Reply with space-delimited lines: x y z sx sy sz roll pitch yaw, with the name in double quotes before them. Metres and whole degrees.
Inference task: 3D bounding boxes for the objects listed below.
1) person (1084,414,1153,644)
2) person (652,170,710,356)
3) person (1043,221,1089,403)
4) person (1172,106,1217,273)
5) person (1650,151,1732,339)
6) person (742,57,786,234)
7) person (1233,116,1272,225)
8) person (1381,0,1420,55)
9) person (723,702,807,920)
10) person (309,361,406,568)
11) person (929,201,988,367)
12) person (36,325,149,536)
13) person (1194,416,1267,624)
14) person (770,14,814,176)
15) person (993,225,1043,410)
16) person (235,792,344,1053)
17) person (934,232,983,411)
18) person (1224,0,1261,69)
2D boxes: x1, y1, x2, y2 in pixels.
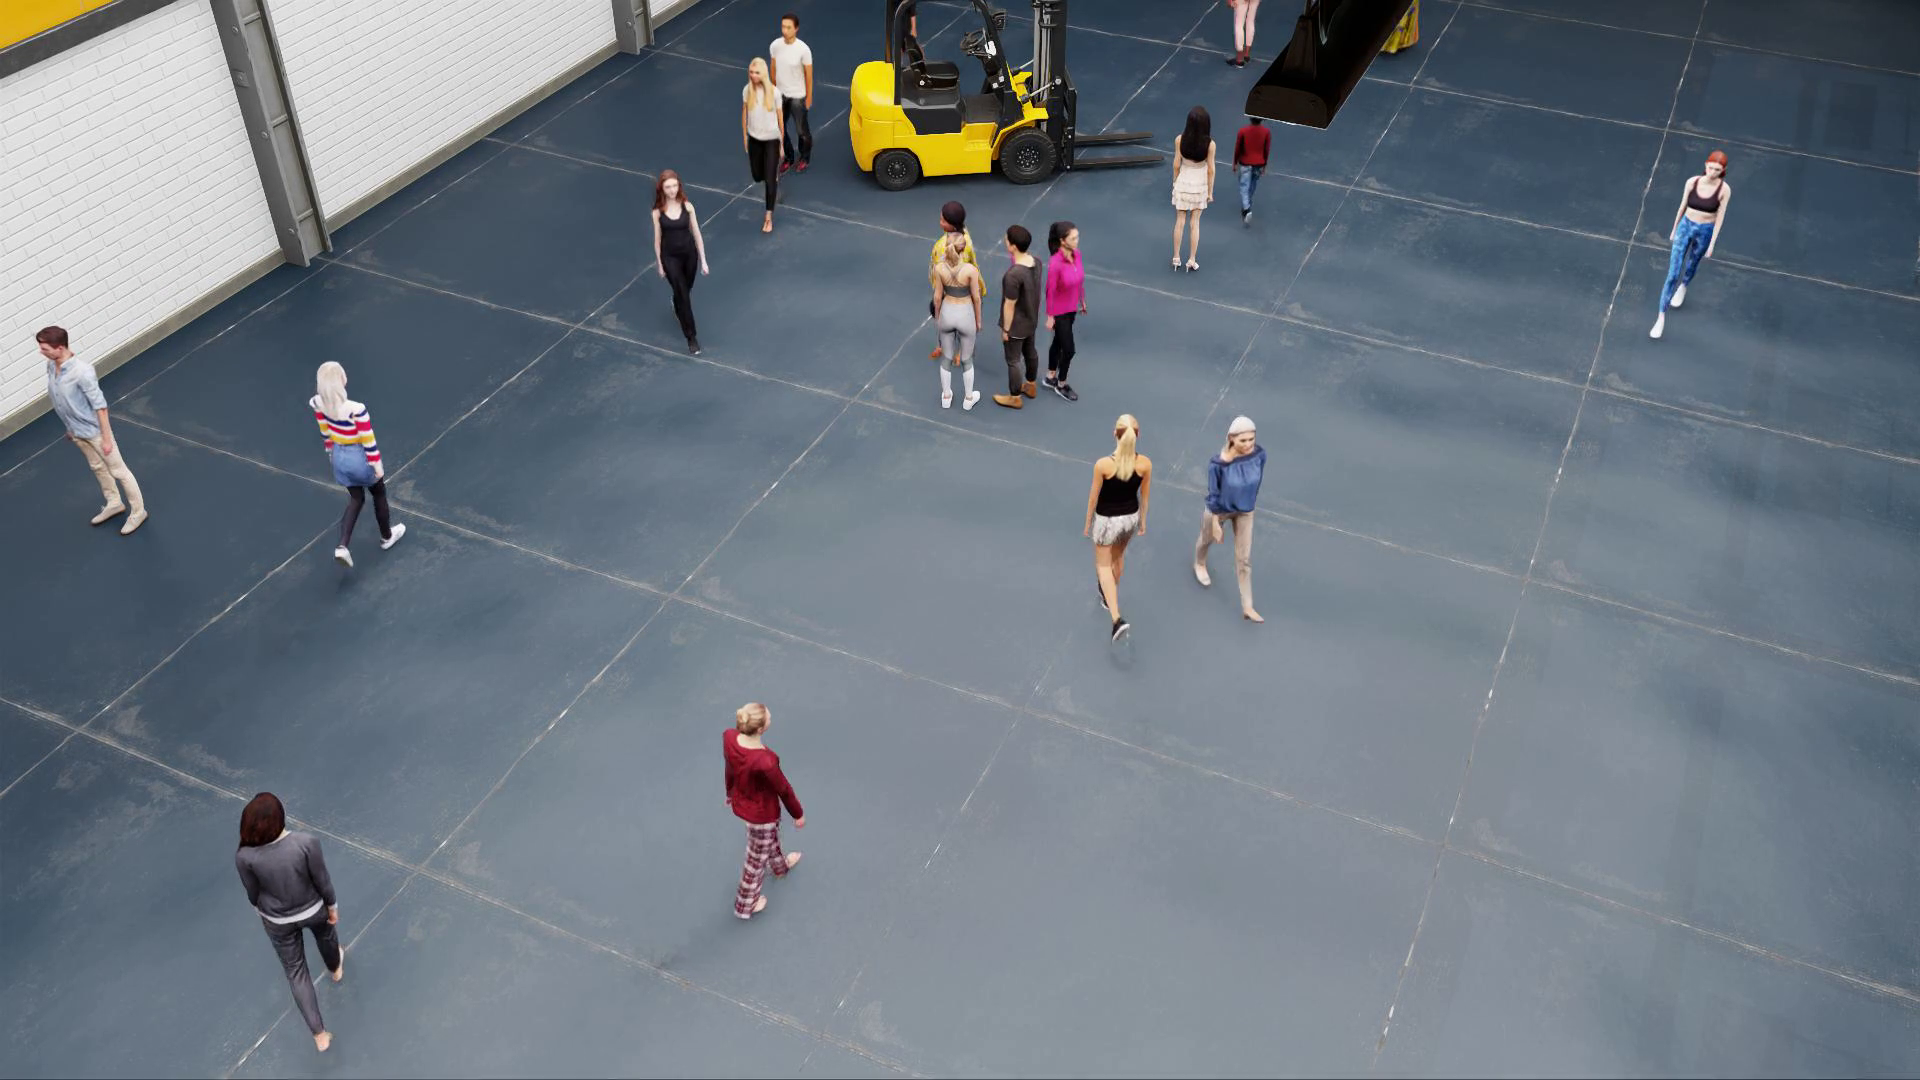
"person" 1.143 -0.087 12.051 0.986 1.821 1.141 -5 39 -7
"person" -2.604 -2.634 15.330 1.115 1.709 1.121 -17 42 -20
"person" 0.830 -2.050 14.620 0.715 1.691 0.649 24 44 27
"person" 2.263 -3.429 16.303 0.574 1.736 0.528 14 41 17
"person" 6.882 -2.825 15.557 0.617 1.733 1.230 20 43 23
"person" -1.979 -4.112 17.100 0.759 1.809 1.015 7 39 9
"person" 3.046 -3.905 17.302 0.744 1.232 0.930 -2 39 -2
"person" 5.513 -6.874 20.698 0.986 1.645 1.039 -12 40 -14
"person" -1.281 1.649 9.993 0.806 1.676 0.951 31 48 33
"person" -4.662 -0.556 12.662 0.711 1.791 0.987 13 40 15
"person" 0.042 -2.297 14.962 0.929 1.641 0.871 -14 41 -17
"person" -6.816 -0.890 13.035 0.653 1.846 0.557 19 42 22
"person" 1.959 -0.247 12.401 1.087 1.643 1.180 -11 40 -13
"person" -1.783 -4.878 18.082 0.708 1.790 0.717 12 40 14
"person" 0.533 -1.940 14.457 0.721 1.713 0.544 25 45 28
"person" -3.725 2.139 9.328 1.077 1.741 1.106 -15 41 -18
"person" -0.026 -1.899 14.413 0.620 1.703 0.609 7 39 9
"person" 3.547 -6.683 20.400 0.660 1.708 0.792 -15 41 -18
